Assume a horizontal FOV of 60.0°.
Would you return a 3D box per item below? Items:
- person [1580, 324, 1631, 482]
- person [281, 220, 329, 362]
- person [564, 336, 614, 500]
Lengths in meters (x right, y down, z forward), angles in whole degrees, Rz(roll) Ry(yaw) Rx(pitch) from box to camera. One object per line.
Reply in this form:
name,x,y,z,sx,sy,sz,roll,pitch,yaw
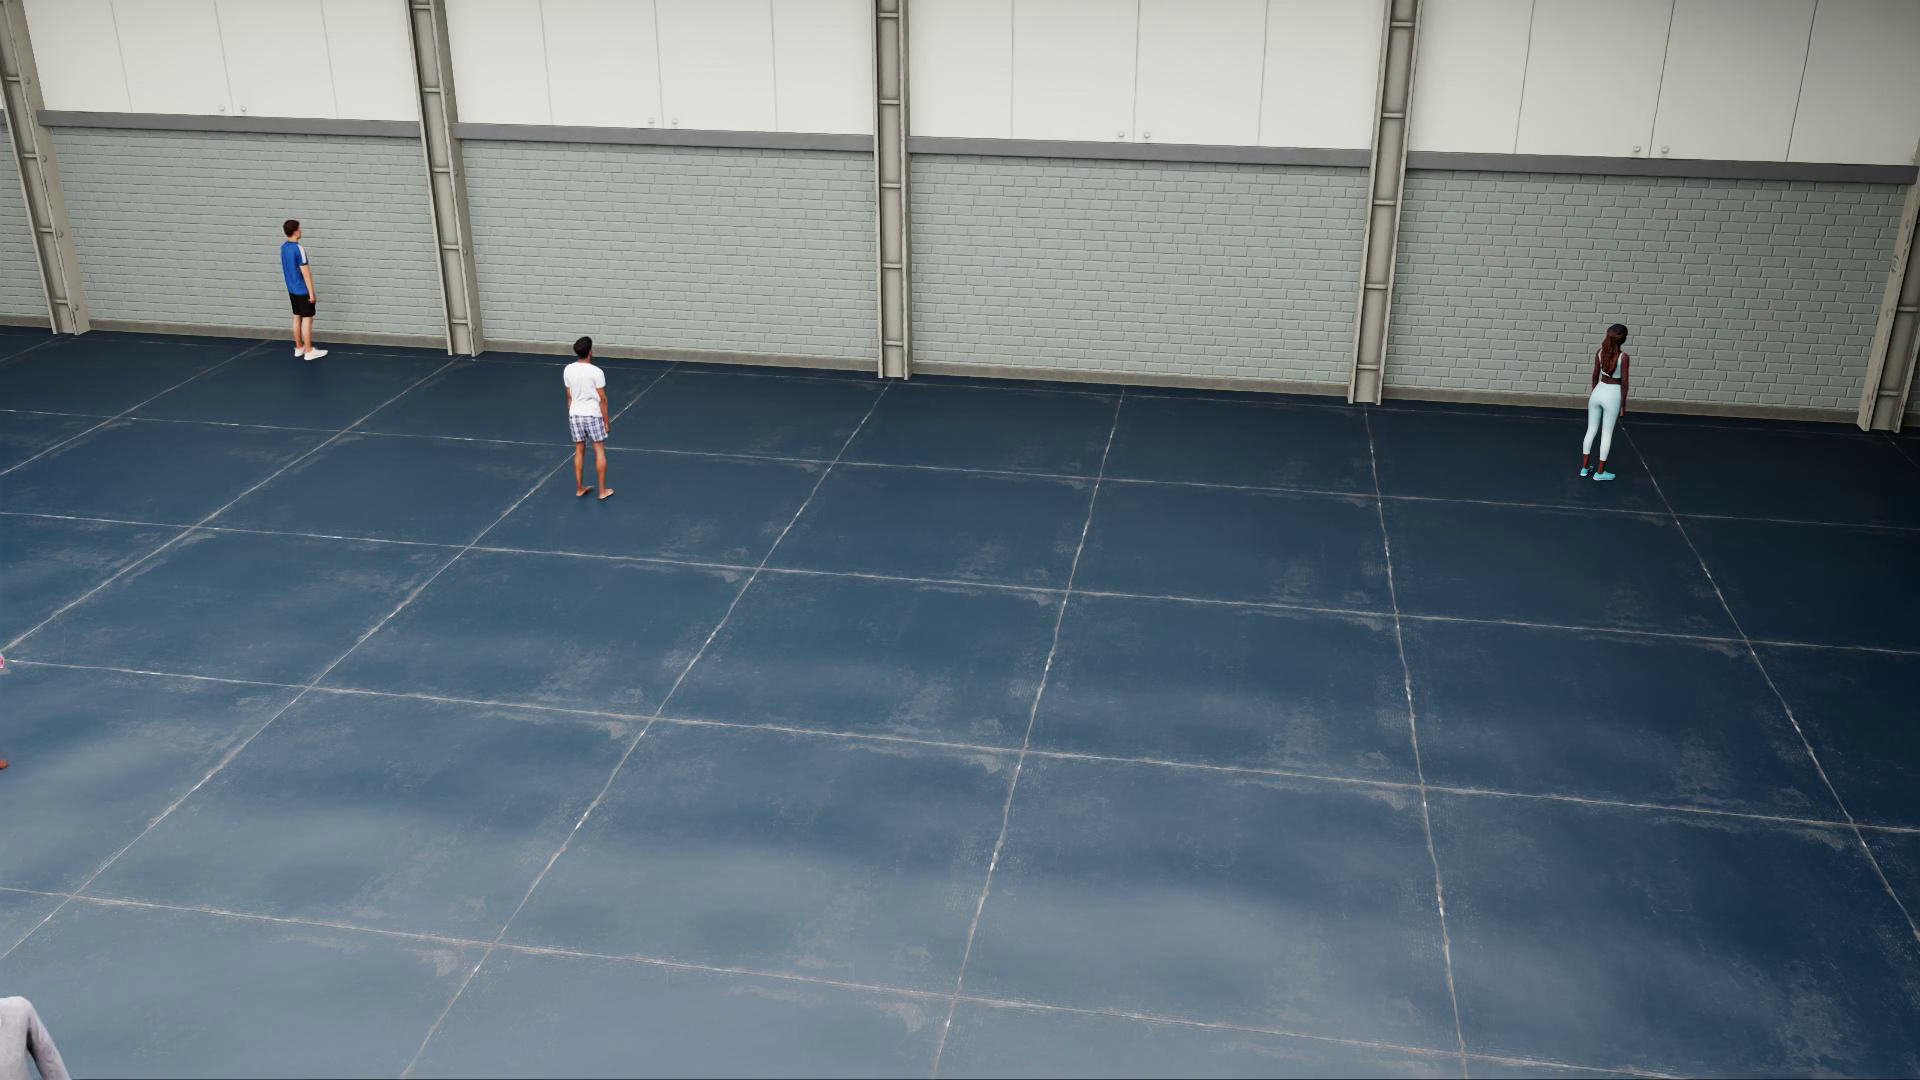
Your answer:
person,7.010,-1.506,18.046,0.716,1.725,0.648,-17,28,-34
person,-8.834,-3.357,22.218,0.668,1.866,0.781,16,28,33
person,-3.930,-1.286,17.526,0.521,1.727,0.706,7,24,16
